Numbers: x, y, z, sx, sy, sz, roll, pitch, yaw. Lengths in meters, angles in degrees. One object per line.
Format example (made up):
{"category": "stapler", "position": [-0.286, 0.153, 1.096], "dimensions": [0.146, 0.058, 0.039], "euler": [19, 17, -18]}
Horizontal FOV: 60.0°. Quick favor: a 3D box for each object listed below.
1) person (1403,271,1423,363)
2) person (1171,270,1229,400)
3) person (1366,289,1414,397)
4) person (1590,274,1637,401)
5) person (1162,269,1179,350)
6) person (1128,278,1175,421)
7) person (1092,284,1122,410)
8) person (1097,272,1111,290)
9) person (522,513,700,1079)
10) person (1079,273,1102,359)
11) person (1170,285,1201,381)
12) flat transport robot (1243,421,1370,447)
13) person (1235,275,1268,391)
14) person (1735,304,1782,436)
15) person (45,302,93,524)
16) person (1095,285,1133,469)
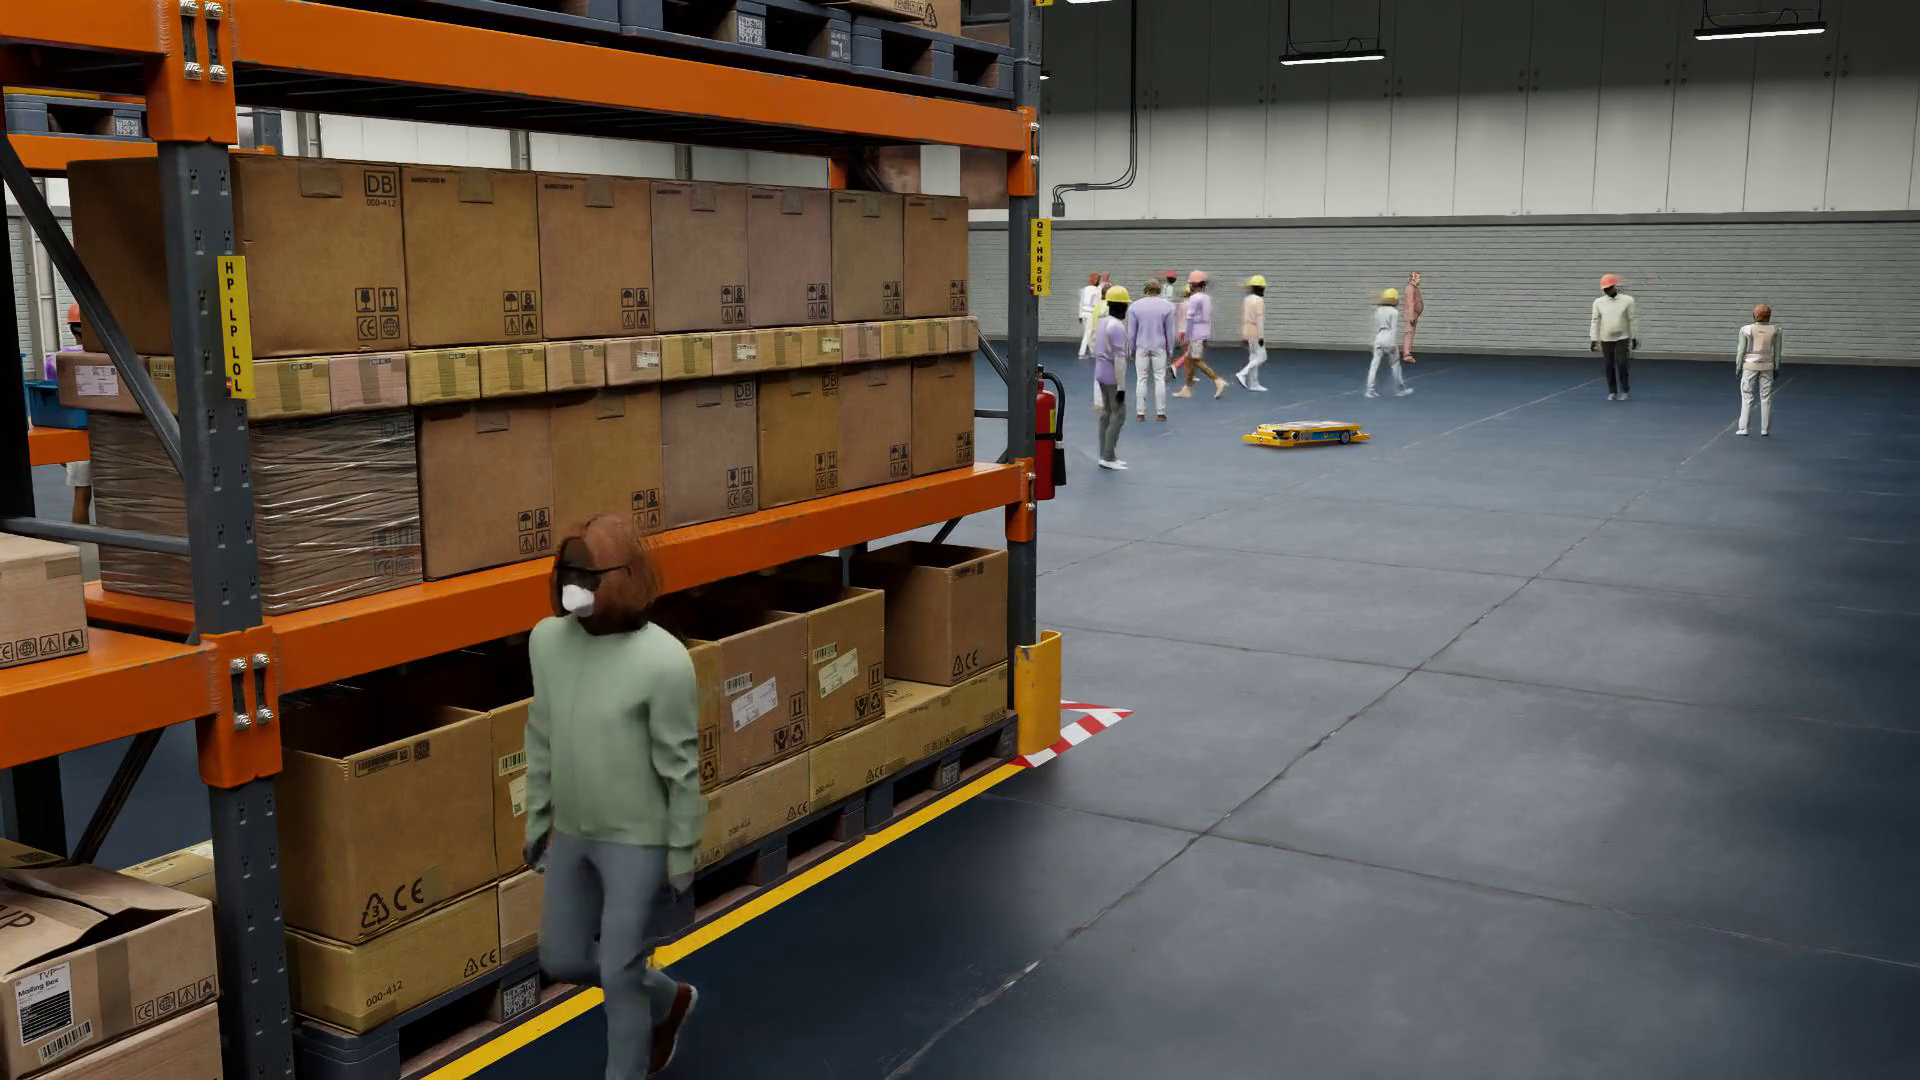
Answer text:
{"category": "person", "position": [9.471, -4.653, 34.771], "dimensions": [0.406, 1.911, 0.636], "euler": [2, 10, 14]}
{"category": "person", "position": [3.755, -3.171, 25.784], "dimensions": [0.900, 2.020, 0.605], "euler": [5, 11, 25]}
{"category": "person", "position": [6.806, -3.109, 26.310], "dimensions": [0.883, 1.697, 0.507], "euler": [-5, 11, -28]}
{"category": "person", "position": [10.032, -3.097, 25.552], "dimensions": [0.649, 1.942, 0.586], "euler": [5, 11, 28]}
{"category": "person", "position": [4.896, -5.451, 39.412], "dimensions": [0.565, 1.917, 0.550], "euler": [0, 10, -3]}
{"category": "person", "position": [2.580, -2.565, 22.458], "dimensions": [0.635, 1.936, 0.354], "euler": [2, 10, 9]}
{"category": "person", "position": [2.113, -2.746, 23.828], "dimensions": [0.428, 1.836, 0.627], "euler": [-2, 10, -14]}
{"category": "person", "position": [3.206, -4.992, 36.820], "dimensions": [0.650, 1.888, 0.664], "euler": [0, 10, -1]}
{"category": "person", "position": [-0.835, 0.723, 4.114], "dimensions": [0.511, 1.620, 0.528], "euler": [6, 11, 30]}
{"category": "person", "position": [2.909, -4.863, 36.184], "dimensions": [0.808, 1.849, 0.609], "euler": [-6, 12, -33]}
{"category": "person", "position": [4.001, -3.667, 29.455], "dimensions": [0.651, 1.752, 0.533], "euler": [-5, 11, -25]}
{"category": "flat transport robot", "position": [4.129, -1.277, 19.791], "dimensions": [1.431, 0.197, 0.652], "euler": [-6, 11, -31]}
{"category": "person", "position": [4.825, -3.389, 27.337], "dimensions": [0.512, 1.915, 0.603], "euler": [-2, 10, -10]}
{"category": "person", "position": [9.883, -2.100, 20.606], "dimensions": [0.525, 1.639, 0.307], "euler": [2, 10, 9]}
{"category": "person", "position": [-6.081, -0.719, 11.698], "dimensions": [0.540, 1.930, 0.384], "euler": [-2, 10, -14]}
{"category": "person", "position": [1.611, -1.707, 17.478], "dimensions": [0.372, 1.928, 0.603], "euler": [-3, 10, -17]}
